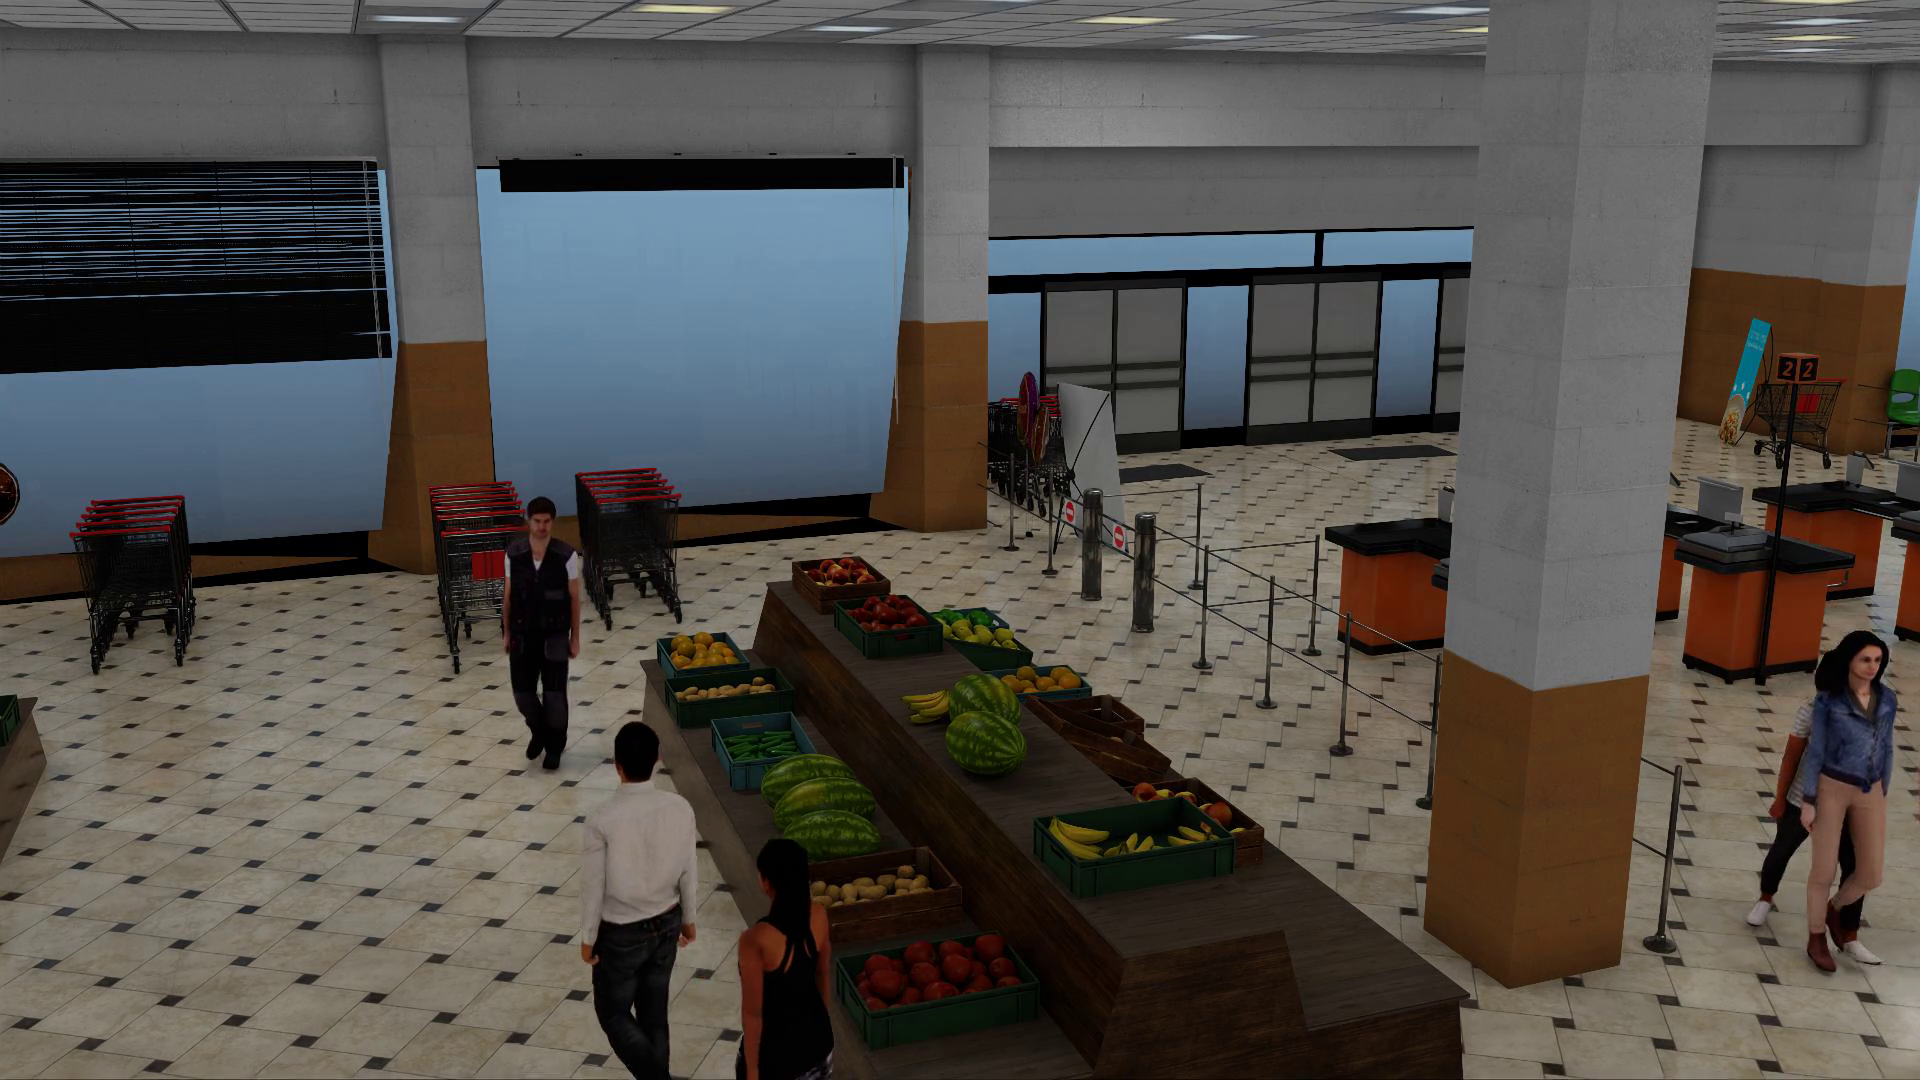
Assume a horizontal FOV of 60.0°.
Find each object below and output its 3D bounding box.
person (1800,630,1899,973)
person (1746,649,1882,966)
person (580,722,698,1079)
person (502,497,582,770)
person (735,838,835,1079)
[{"bbox_3d":[4.391,1.286,8.358,0.724,1.760,0.772,1,14,4],"label":"person"},{"bbox_3d":[4.413,1.320,8.561,0.878,1.599,1.058,2,14,7],"label":"person"},{"bbox_3d":[-1.276,1.646,6.789,0.802,1.800,0.959,-9,17,-34],"label":"person"},{"bbox_3d":[-2.755,0.599,11.033,0.763,1.835,0.768,-1,14,-3],"label":"person"},{"bbox_3d":[-0.577,1.893,6.124,1.134,1.633,0.893,13,19,43],"label":"person"}]
